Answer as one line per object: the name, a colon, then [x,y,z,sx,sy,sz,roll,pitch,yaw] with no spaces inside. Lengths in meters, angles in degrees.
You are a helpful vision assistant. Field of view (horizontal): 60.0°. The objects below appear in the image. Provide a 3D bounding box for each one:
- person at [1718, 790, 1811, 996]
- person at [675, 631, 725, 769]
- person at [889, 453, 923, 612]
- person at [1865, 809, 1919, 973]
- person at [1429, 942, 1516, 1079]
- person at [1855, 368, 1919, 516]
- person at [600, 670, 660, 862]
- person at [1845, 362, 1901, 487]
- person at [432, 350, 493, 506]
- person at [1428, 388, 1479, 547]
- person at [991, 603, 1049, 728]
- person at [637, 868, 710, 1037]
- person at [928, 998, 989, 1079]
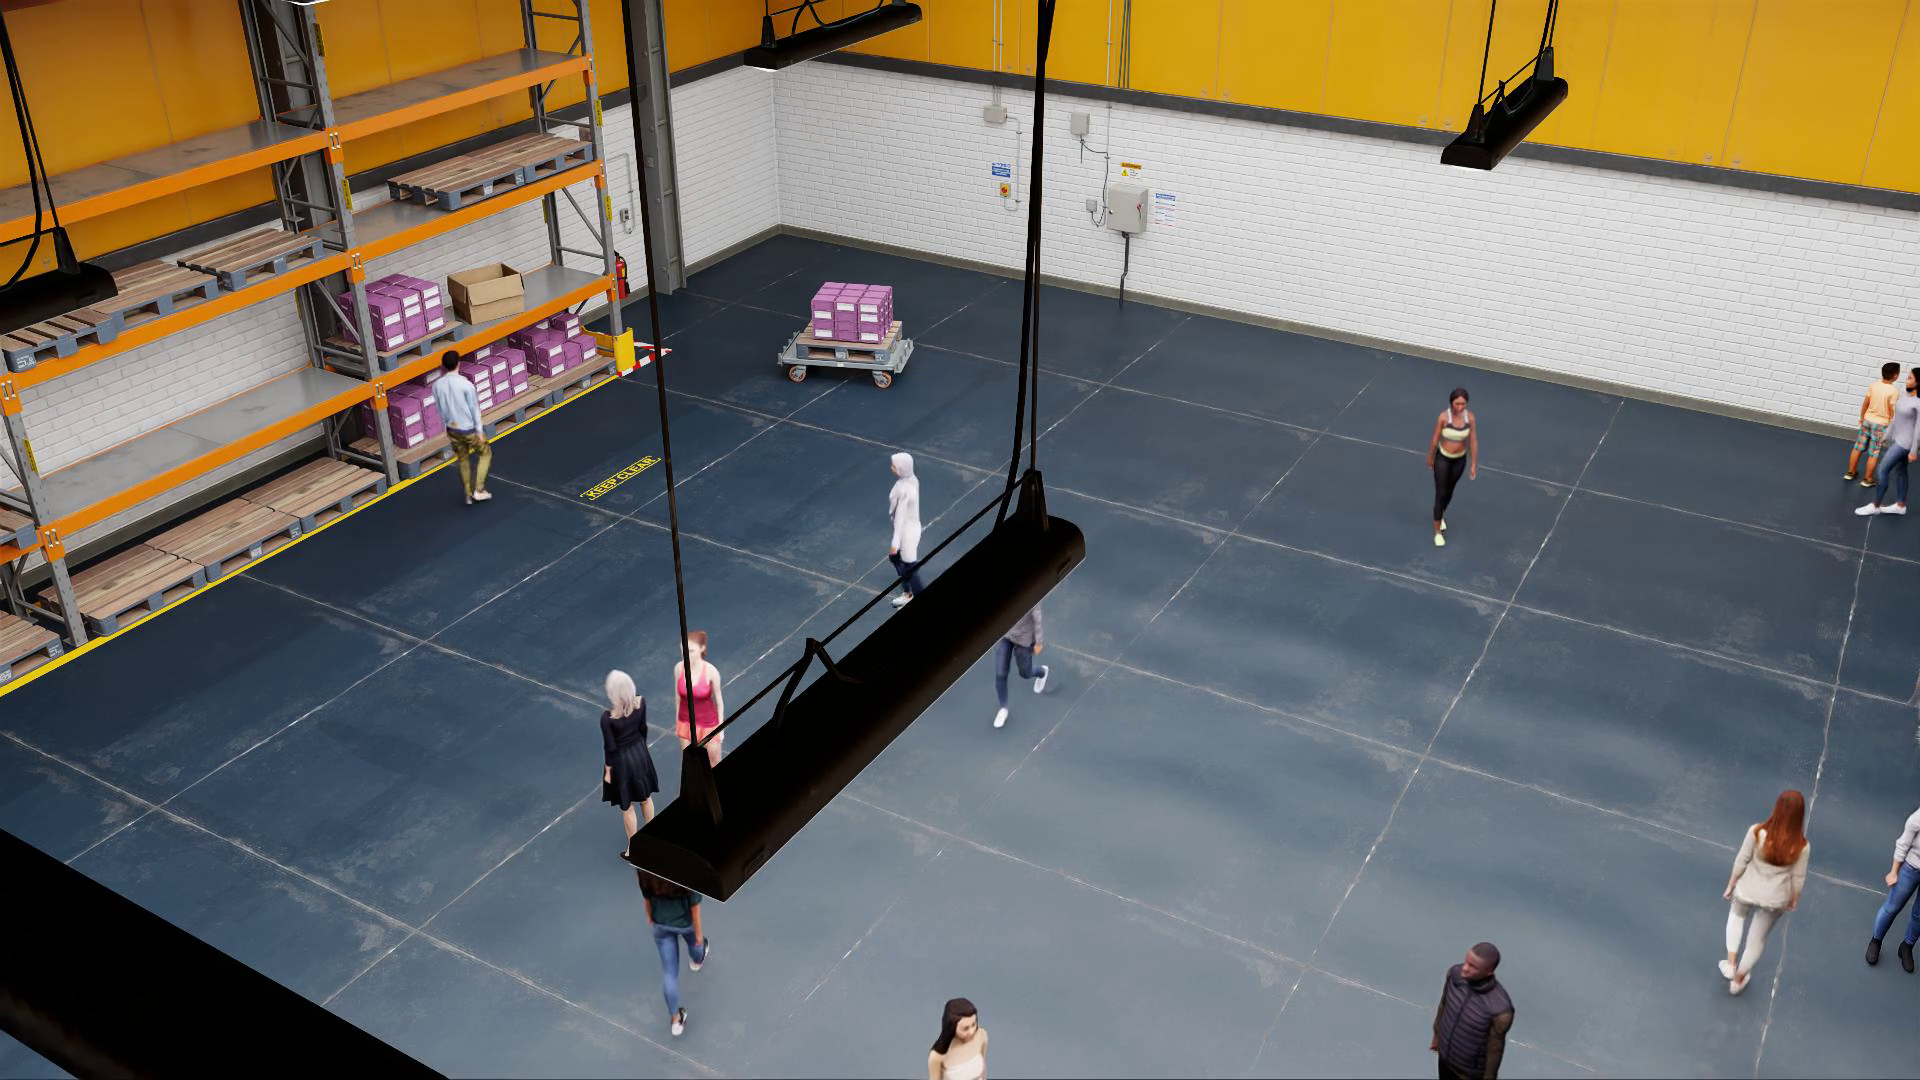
person: [5.565,2.509,11.576,0.611,1.700,0.557,16,33,27]
person: [-2.091,1.484,13.401,0.617,1.753,0.613,7,29,13]
person: [-0.422,-0.039,16.179,0.787,1.766,0.665,4,29,7]
person: [6.871,2.386,11.874,0.647,1.631,0.580,9,30,16]
person: [3.112,3.184,10.197,0.785,1.837,0.774,-12,31,-21]
person: [10.357,-1.042,18.069,0.831,1.718,0.833,4,29,7]
person: [-2.579,1.745,12.928,0.698,1.747,0.560,23,36,35]
person: [10.389,-1.332,18.870,0.602,1.461,0.597,-18,33,-29]
person: [-5.480,-1.189,18.248,0.766,1.803,0.716,8,30,14]
person: [5.216,-0.862,17.742,0.906,1.715,1.118,0,29,0]
person: [0.533,0.811,14.679,0.678,1.710,0.921,16,32,26]
person: [-1.972,2.679,11.396,0.918,1.574,1.153,2,29,3]
person: [-0.055,3.383,9.975,1.069,1.701,0.999,-14,32,-24]
